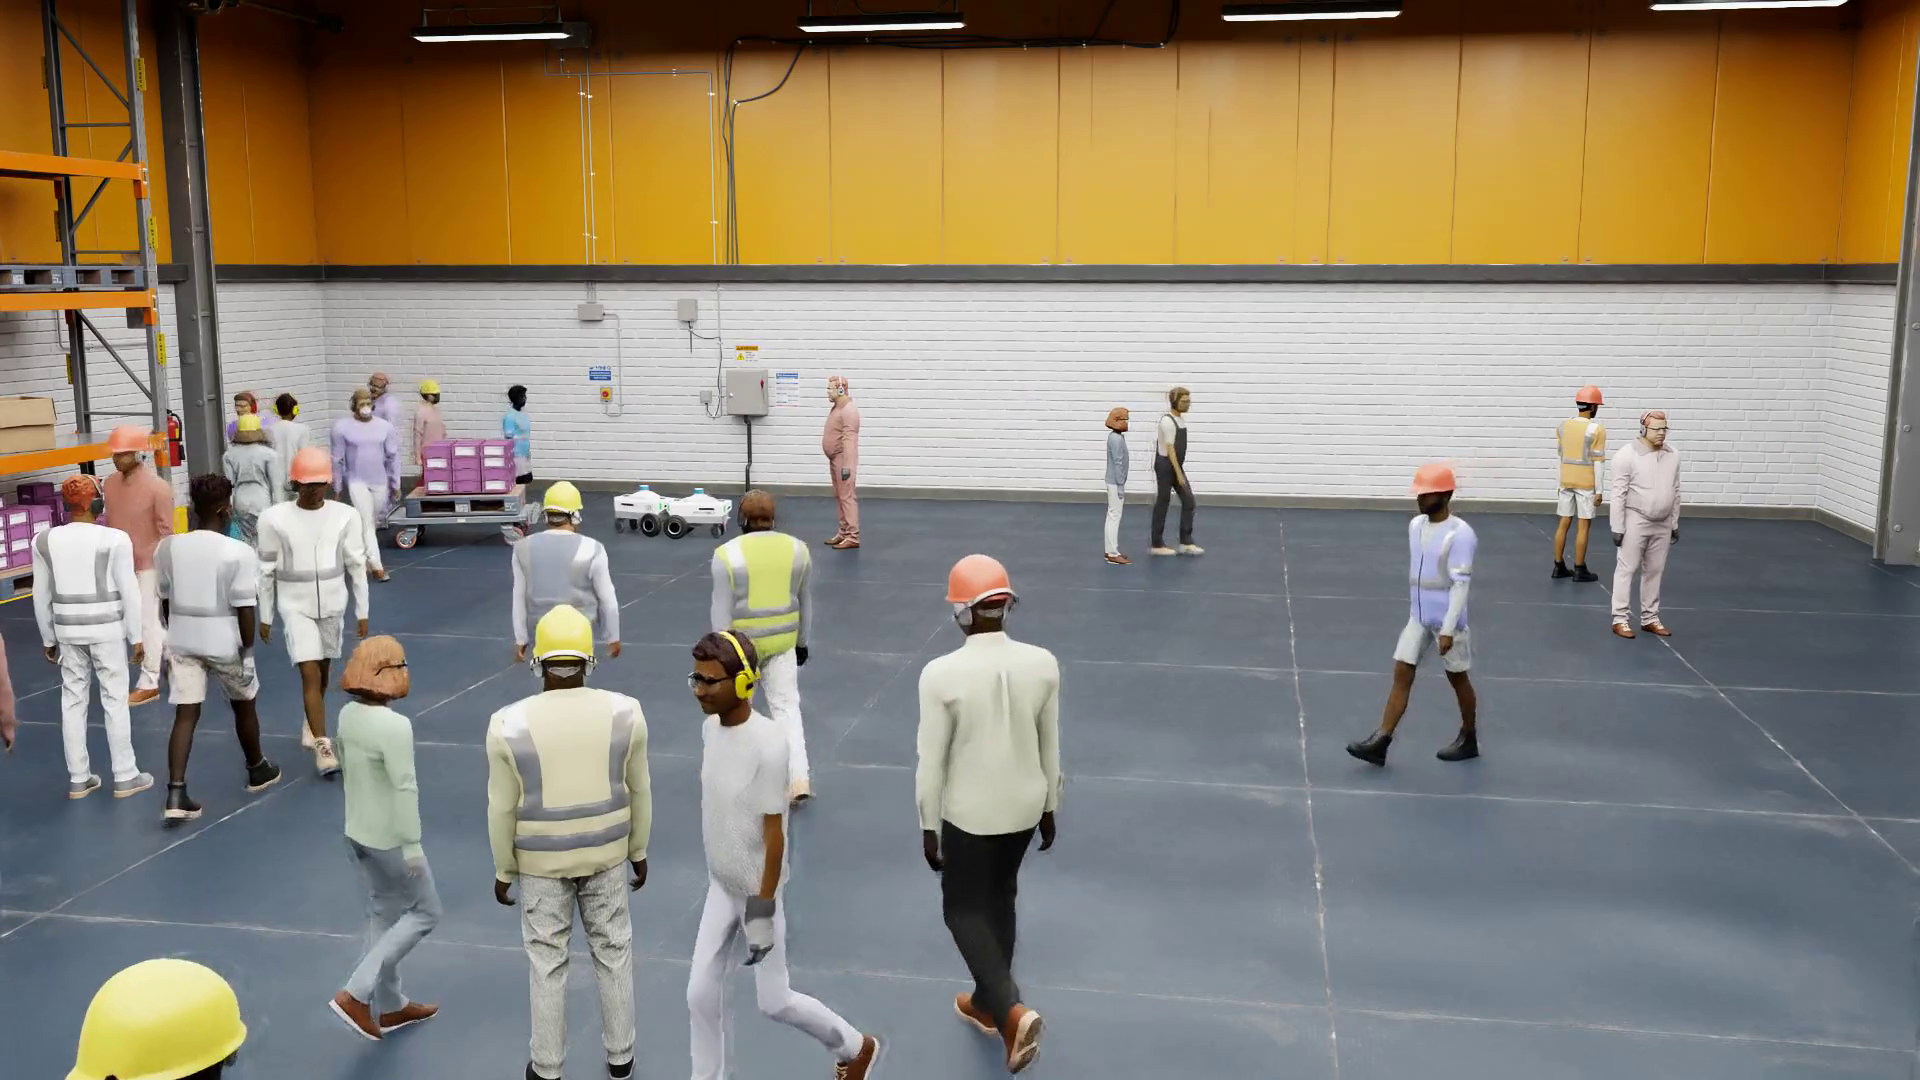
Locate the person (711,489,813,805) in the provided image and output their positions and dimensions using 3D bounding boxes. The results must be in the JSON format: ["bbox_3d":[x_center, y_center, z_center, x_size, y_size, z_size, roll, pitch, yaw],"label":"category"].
[{"bbox_3d":[-1.123,0.607,9.576,0.644,1.799,0.951,-5,10,-29],"label":"person"}]

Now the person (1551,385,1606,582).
[{"bbox_3d":[6.108,-0.551,16.337,0.382,1.932,0.541,-6,11,-32],"label":"person"}]

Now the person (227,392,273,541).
[{"bbox_3d":[-7.336,-0.616,17.136,0.562,1.792,0.993,2,9,11],"label":"person"}]

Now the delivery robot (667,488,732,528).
[{"bbox_3d":[-2.980,-0.349,19.041,0.707,0.478,0.477,1,9,5],"label":"delivery robot"}]

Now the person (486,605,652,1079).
[{"bbox_3d":[-1.429,1.144,6.113,0.591,1.833,0.403,-4,10,-23],"label":"person"}]

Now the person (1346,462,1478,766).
[{"bbox_3d":[2.849,0.467,10.141,0.976,1.882,0.569,-5,10,-26],"label":"person"}]

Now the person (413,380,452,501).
[{"bbox_3d":[-6.315,-1.065,20.135,0.877,1.717,0.547,2,9,13],"label":"person"}]

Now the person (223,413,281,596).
[{"bbox_3d":[-6.642,-0.326,15.596,0.491,1.721,0.737,-1,9,-6],"label":"person"}]

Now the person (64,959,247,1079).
[{"bbox_3d":[-1.252,1.624,2.944,0.591,1.899,0.810,6,11,34],"label":"person"}]

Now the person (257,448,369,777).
[{"bbox_3d":[-3.984,0.408,10.258,0.619,1.976,1.095,-6,11,-34],"label":"person"}]

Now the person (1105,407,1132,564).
[{"bbox_3d":[1.652,-0.571,17.369,0.281,1.633,0.500,0,9,-1],"label":"person"}]

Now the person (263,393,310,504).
[{"bbox_3d":[-6.813,-0.574,16.879,0.541,1.807,1.006,0,9,0],"label":"person"}]

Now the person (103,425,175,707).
[{"bbox_3d":[-5.759,0.159,11.768,0.632,1.979,0.611,4,10,25],"label":"person"}]

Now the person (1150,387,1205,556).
[{"bbox_3d":[2.335,-0.709,17.647,0.710,1.817,0.502,6,11,31],"label":"person"}]

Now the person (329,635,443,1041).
[{"bbox_3d":[-2.285,1.177,6.541,0.529,1.618,0.403,9,13,44],"label":"person"}]

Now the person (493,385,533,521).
[{"bbox_3d":[-5.445,-1.062,20.271,0.505,1.676,0.545,1,9,4],"label":"person"}]

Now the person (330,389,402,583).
[{"bbox_3d":[-5.900,-0.562,16.537,0.641,1.891,1.047,-7,11,-37],"label":"person"}]

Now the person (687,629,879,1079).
[{"bbox_3d":[-0.682,1.197,5.787,0.813,1.842,0.511,-8,12,-42],"label":"person"}]

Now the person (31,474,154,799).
[{"bbox_3d":[-5.006,0.559,9.594,0.579,1.880,0.342,0,9,-1],"label":"person"}]

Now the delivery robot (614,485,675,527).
[{"bbox_3d":[-3.664,-0.394,19.319,0.707,0.478,0.477,4,10,26],"label":"delivery robot"}]

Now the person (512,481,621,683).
[{"bbox_3d":[-2.366,0.533,10.076,0.607,1.778,0.952,2,9,10],"label":"person"}]

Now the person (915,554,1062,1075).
[{"bbox_3d":[0.142,1.044,6.350,0.619,1.965,0.783,-4,10,-26],"label":"person"}]

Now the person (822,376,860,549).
[{"bbox_3d":[-1.318,-0.855,18.332,0.402,1.901,0.647,-3,10,-17],"label":"person"}]

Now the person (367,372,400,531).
[{"bbox_3d":[-6.843,-1.031,19.493,0.669,1.883,0.430,9,13,44],"label":"person"}]

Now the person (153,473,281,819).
[{"bbox_3d":[-4.236,0.580,9.373,0.628,1.924,0.994,0,9,2],"label":"person"}]

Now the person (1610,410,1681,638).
[{"bbox_3d":[5.702,-0.128,13.812,0.640,1.902,0.402,-3,10,-17],"label":"person"}]

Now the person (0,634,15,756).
[{"bbox_3d":[-4.753,0.925,7.830,0.537,1.721,0.870,-6,11,-32],"label":"person"}]
